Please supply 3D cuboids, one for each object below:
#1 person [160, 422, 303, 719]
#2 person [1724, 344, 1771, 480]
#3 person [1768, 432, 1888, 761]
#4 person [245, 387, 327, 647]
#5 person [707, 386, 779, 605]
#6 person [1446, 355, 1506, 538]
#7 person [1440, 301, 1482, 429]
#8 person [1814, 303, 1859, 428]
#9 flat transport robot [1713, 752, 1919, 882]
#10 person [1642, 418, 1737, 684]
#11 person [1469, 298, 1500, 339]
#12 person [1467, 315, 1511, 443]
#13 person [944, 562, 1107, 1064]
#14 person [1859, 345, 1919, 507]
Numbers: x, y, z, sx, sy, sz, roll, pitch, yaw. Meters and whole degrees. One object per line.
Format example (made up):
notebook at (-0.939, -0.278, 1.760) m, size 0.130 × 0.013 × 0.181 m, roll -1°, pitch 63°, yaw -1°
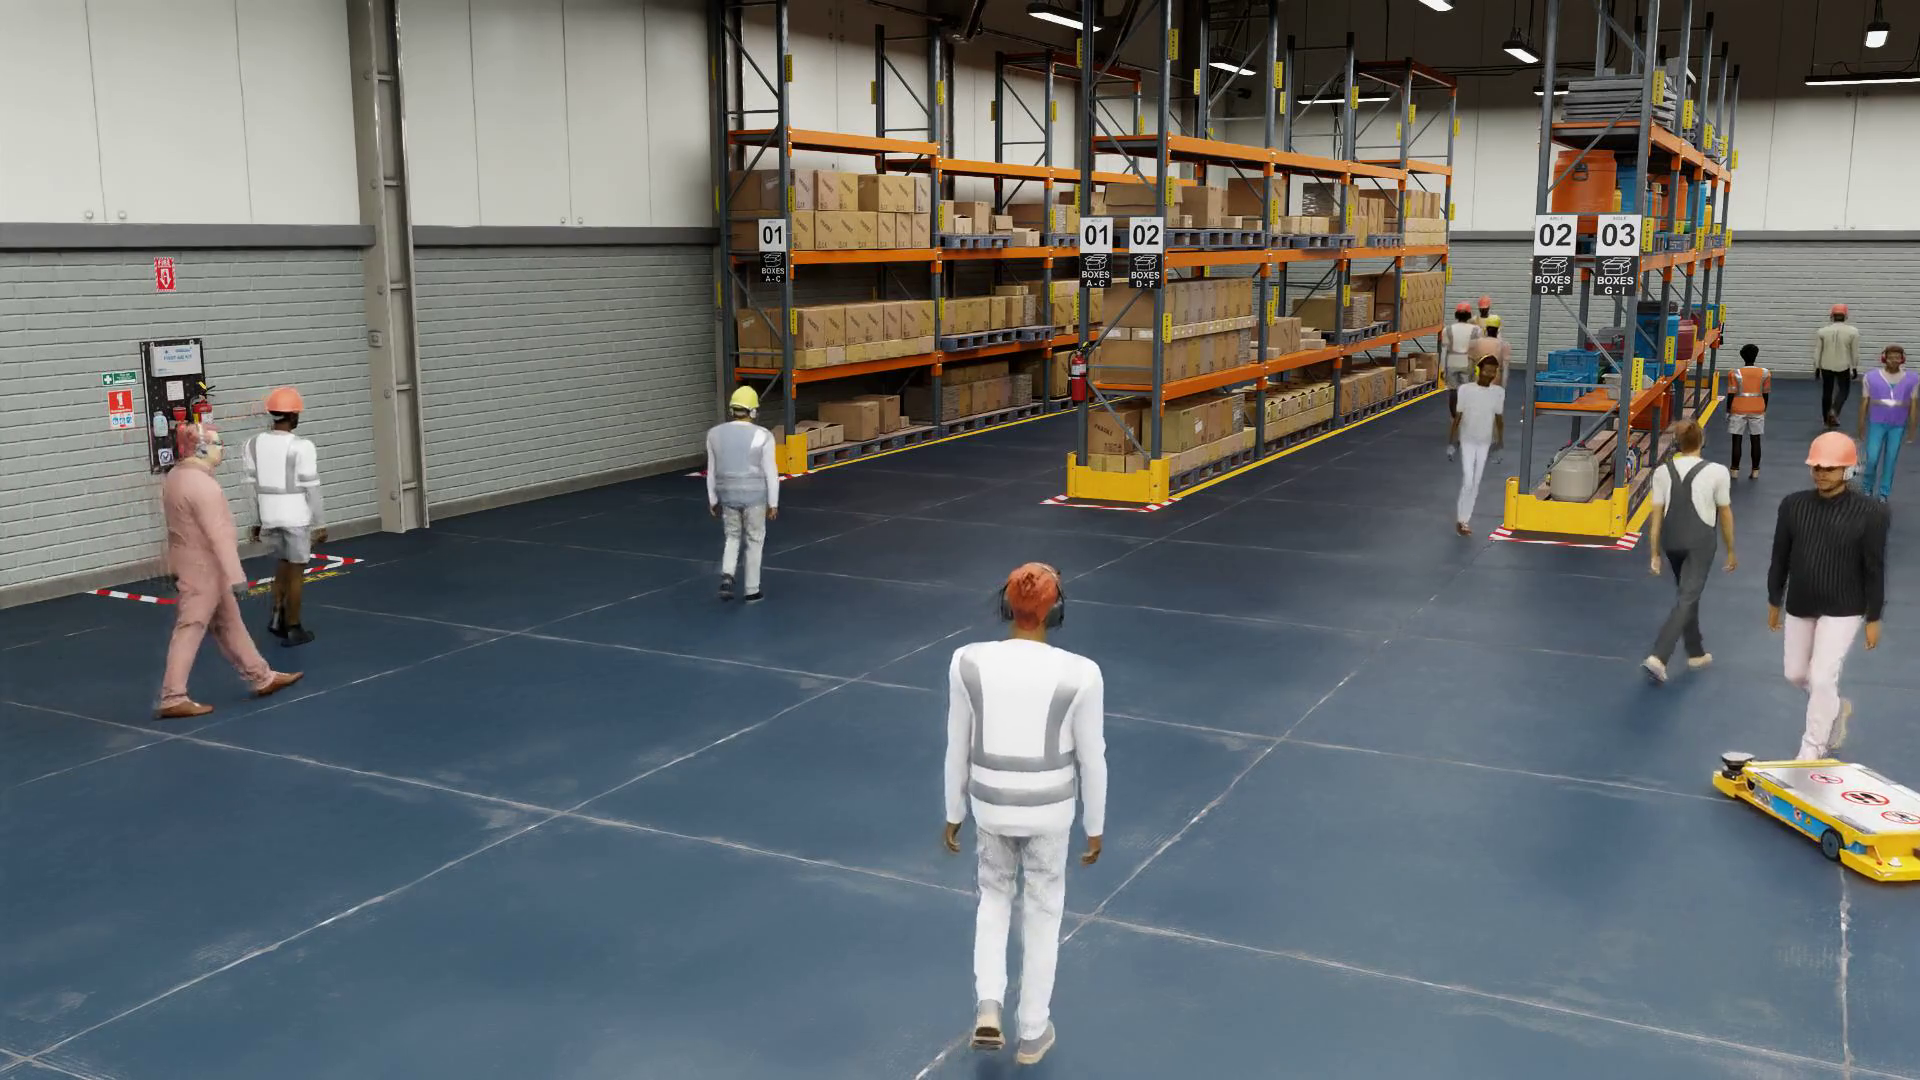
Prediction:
person at (-4.689, 0.178, 10.591) m, size 0.975 × 1.856 × 0.664 m, roll -8°, pitch 13°, yaw -37°
person at (9.775, -1.585, 20.671) m, size 0.530 × 1.696 × 0.321 m, roll 1°, pitch 10°, yaw 5°
person at (4.900, 0.356, 9.374) m, size 0.830 × 1.971 × 0.628 m, roll -7°, pitch 13°, yaw -34°
person at (-4.962, -0.168, 12.312) m, size 0.577 × 1.921 × 0.417 m, roll 3°, pitch 11°, yaw 14°
person at (-1.769, -0.354, 13.628) m, size 0.612 × 1.813 × 0.444 m, roll 2°, pitch 11°, yaw 13°
person at (5.222, -0.941, 16.750) m, size 0.540 × 1.840 × 0.629 m, roll -1°, pitch 10°, yaw -5°
person at (7.783, -2.700, 25.877) m, size 0.610 × 2.027 × 0.692 m, roll 3°, pitch 11°, yaw 17°
person at (13.749, -2.727, 26.114) m, size 0.642 × 1.980 × 0.470 m, roll 9°, pitch 13°, yaw 39°
flat transport robot at (4.521, 1.372, 8.435) m, size 0.652 × 0.197 × 1.431 m, roll -1°, pitch 10°, yaw -6°
person at (4.954, 0.068, 11.389) m, size 0.947 × 1.801 × 0.532 m, roll -9°, pitch 13°, yaw -39°
person at (9.769, -3.571, 31.046) m, size 0.548 × 1.876 × 1.045 m, roll 3°, pitch 11°, yaw 15°
person at (7.625, -2.302, 24.048) m, size 0.586 × 1.897 × 0.845 m, roll 4°, pitch 11°, yaw 20°
person at (0.237, 1.004, 6.077) m, size 0.603 × 1.868 × 0.444 m, roll 3°, pitch 11°, yaw 15°
person at (10.369, -1.264, 18.577) m, size 0.565 × 1.828 × 0.520 m, roll 4°, pitch 11°, yaw 20°
